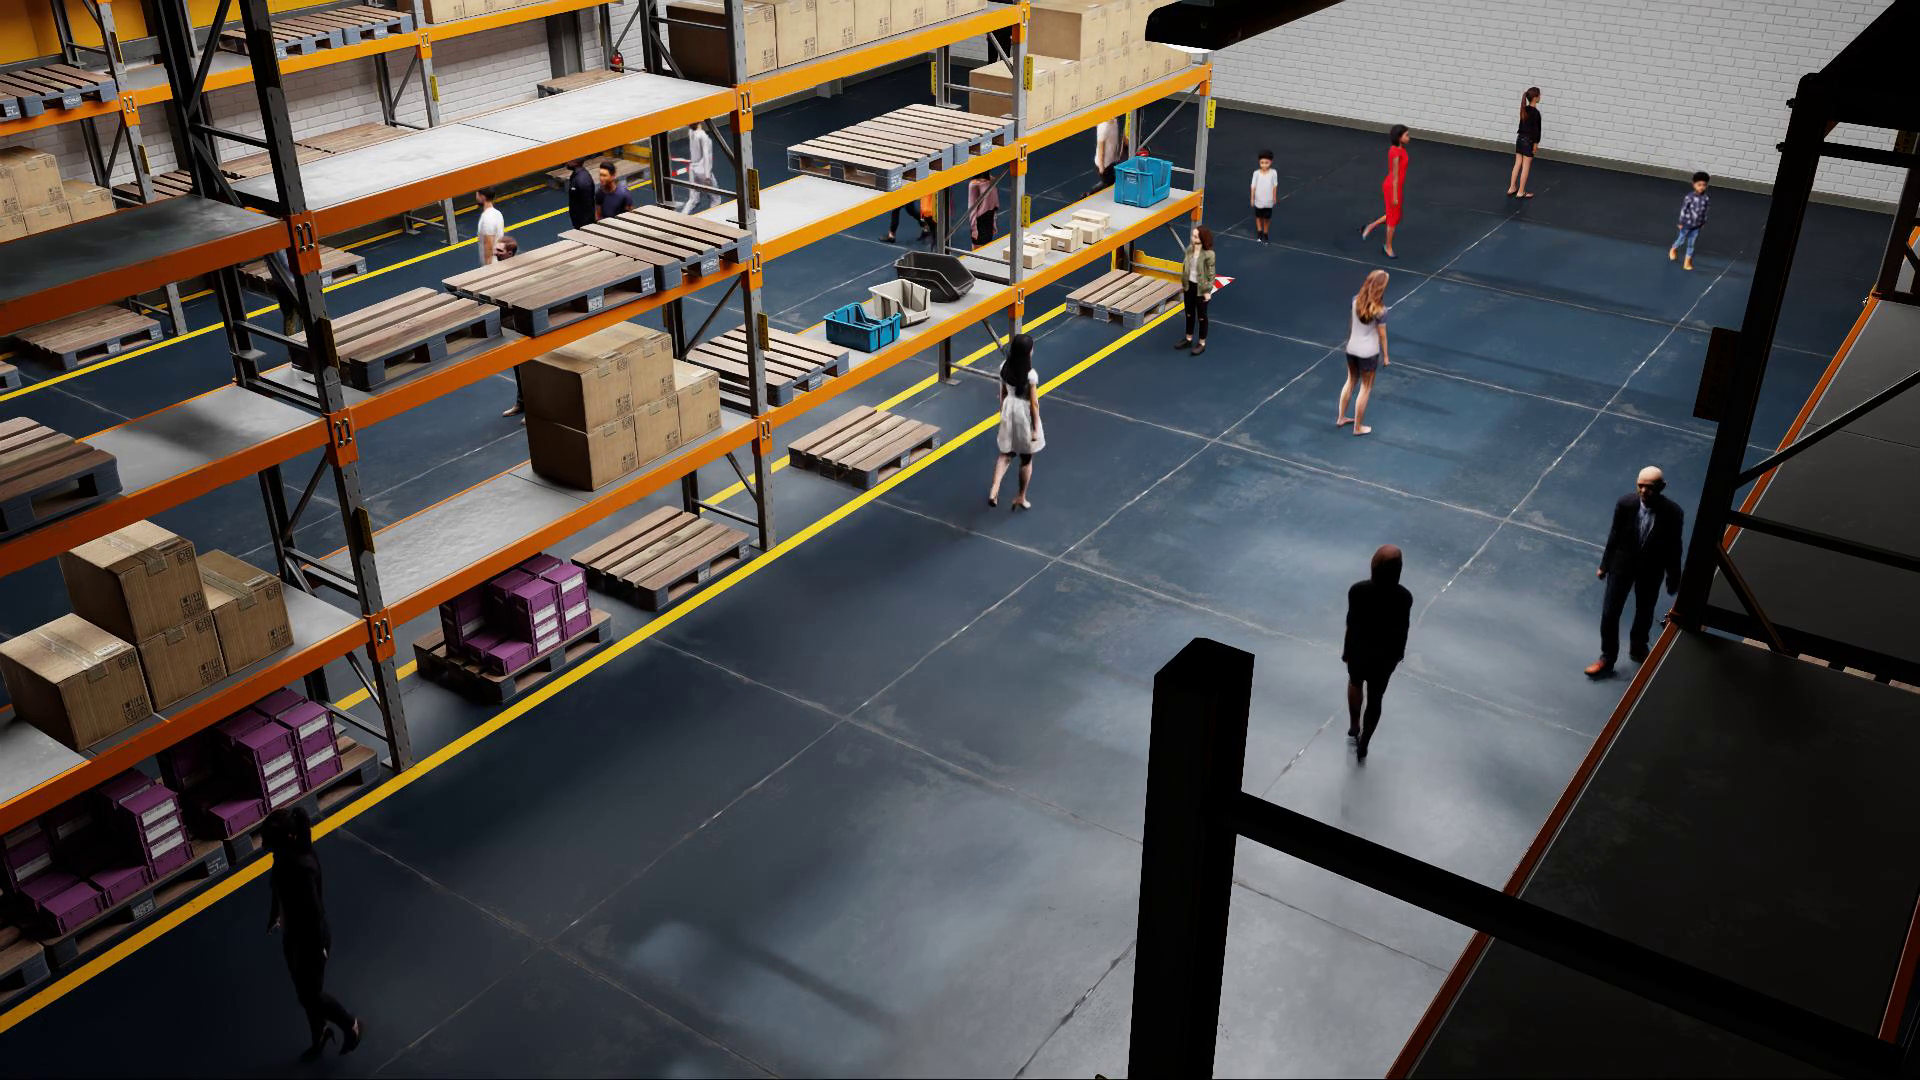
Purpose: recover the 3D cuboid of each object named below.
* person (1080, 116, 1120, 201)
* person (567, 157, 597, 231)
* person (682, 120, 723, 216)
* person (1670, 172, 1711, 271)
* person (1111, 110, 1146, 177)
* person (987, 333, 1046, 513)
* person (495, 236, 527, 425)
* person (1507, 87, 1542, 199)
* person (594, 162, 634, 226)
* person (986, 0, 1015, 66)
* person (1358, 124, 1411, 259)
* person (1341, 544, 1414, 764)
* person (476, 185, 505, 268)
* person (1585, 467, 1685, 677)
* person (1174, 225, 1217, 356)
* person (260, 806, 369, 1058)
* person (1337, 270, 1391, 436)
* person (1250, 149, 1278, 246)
[{"bbox_3d":[1.953,-5.224,22.795,0.796,1.699,0.885,10,30,17],"label":"person"},{"bbox_3d":[-4.517,-3.824,20.106,0.808,1.818,0.787,-10,30,-18],"label":"person"},{"bbox_3d":[-3.508,-4.821,22.015,1.123,1.738,0.770,-23,36,-36],"label":"person"},{"bbox_3d":[9.316,-4.088,21.195,0.731,1.237,0.856,1,29,2],"label":"person"},{"bbox_3d":[2.169,-4.988,22.429,1.113,1.635,1.032,-6,29,-12],"label":"person"},{"bbox_3d":[0.474,-0.998,14.983,0.632,1.761,0.894,21,35,33],"label":"person"},{"bbox_3d":[-4.508,-2.162,16.932,0.680,1.938,0.602,23,36,36],"label":"person"},{"bbox_3d":[8.126,-5.716,23.847,0.685,1.556,0.643,-11,31,-19],"label":"person"},{"bbox_3d":[-4.038,-3.675,19.910,0.795,1.742,1.216,12,31,21],"label":"person"},{"bbox_3d":[0.700,-8.966,29.442,0.755,1.904,0.677,11,31,20],"label":"person"},{"bbox_3d":[5.500,-4.479,21.396,0.723,1.731,0.793,12,31,21],"label":"person"},{"bbox_3d":[2.898,0.843,11.680,0.691,1.691,0.733,7,29,13],"label":"person"},{"bbox_3d":[-5.161,-3.081,18.731,1.115,1.829,1.081,-3,29,-6],"label":"person"},{"bbox_3d":[5.213,0.230,12.723,0.844,1.770,0.849,10,30,18],"label":"person"},{"bbox_3d":[2.665,-2.819,18.621,0.590,1.475,0.629,-22,35,-34],"label":"person"},{"bbox_3d":[-3.587,2.173,9.228,0.669,1.706,0.670,-21,35,-33],"label":"person"},{"bbox_3d":[4.018,-1.867,16.624,0.673,1.715,0.691,-18,34,-30],"label":"person"},{"bbox_3d":[4.037,-4.584,22.095,0.617,1.247,0.698,5,29,9],"label":"person"}]
